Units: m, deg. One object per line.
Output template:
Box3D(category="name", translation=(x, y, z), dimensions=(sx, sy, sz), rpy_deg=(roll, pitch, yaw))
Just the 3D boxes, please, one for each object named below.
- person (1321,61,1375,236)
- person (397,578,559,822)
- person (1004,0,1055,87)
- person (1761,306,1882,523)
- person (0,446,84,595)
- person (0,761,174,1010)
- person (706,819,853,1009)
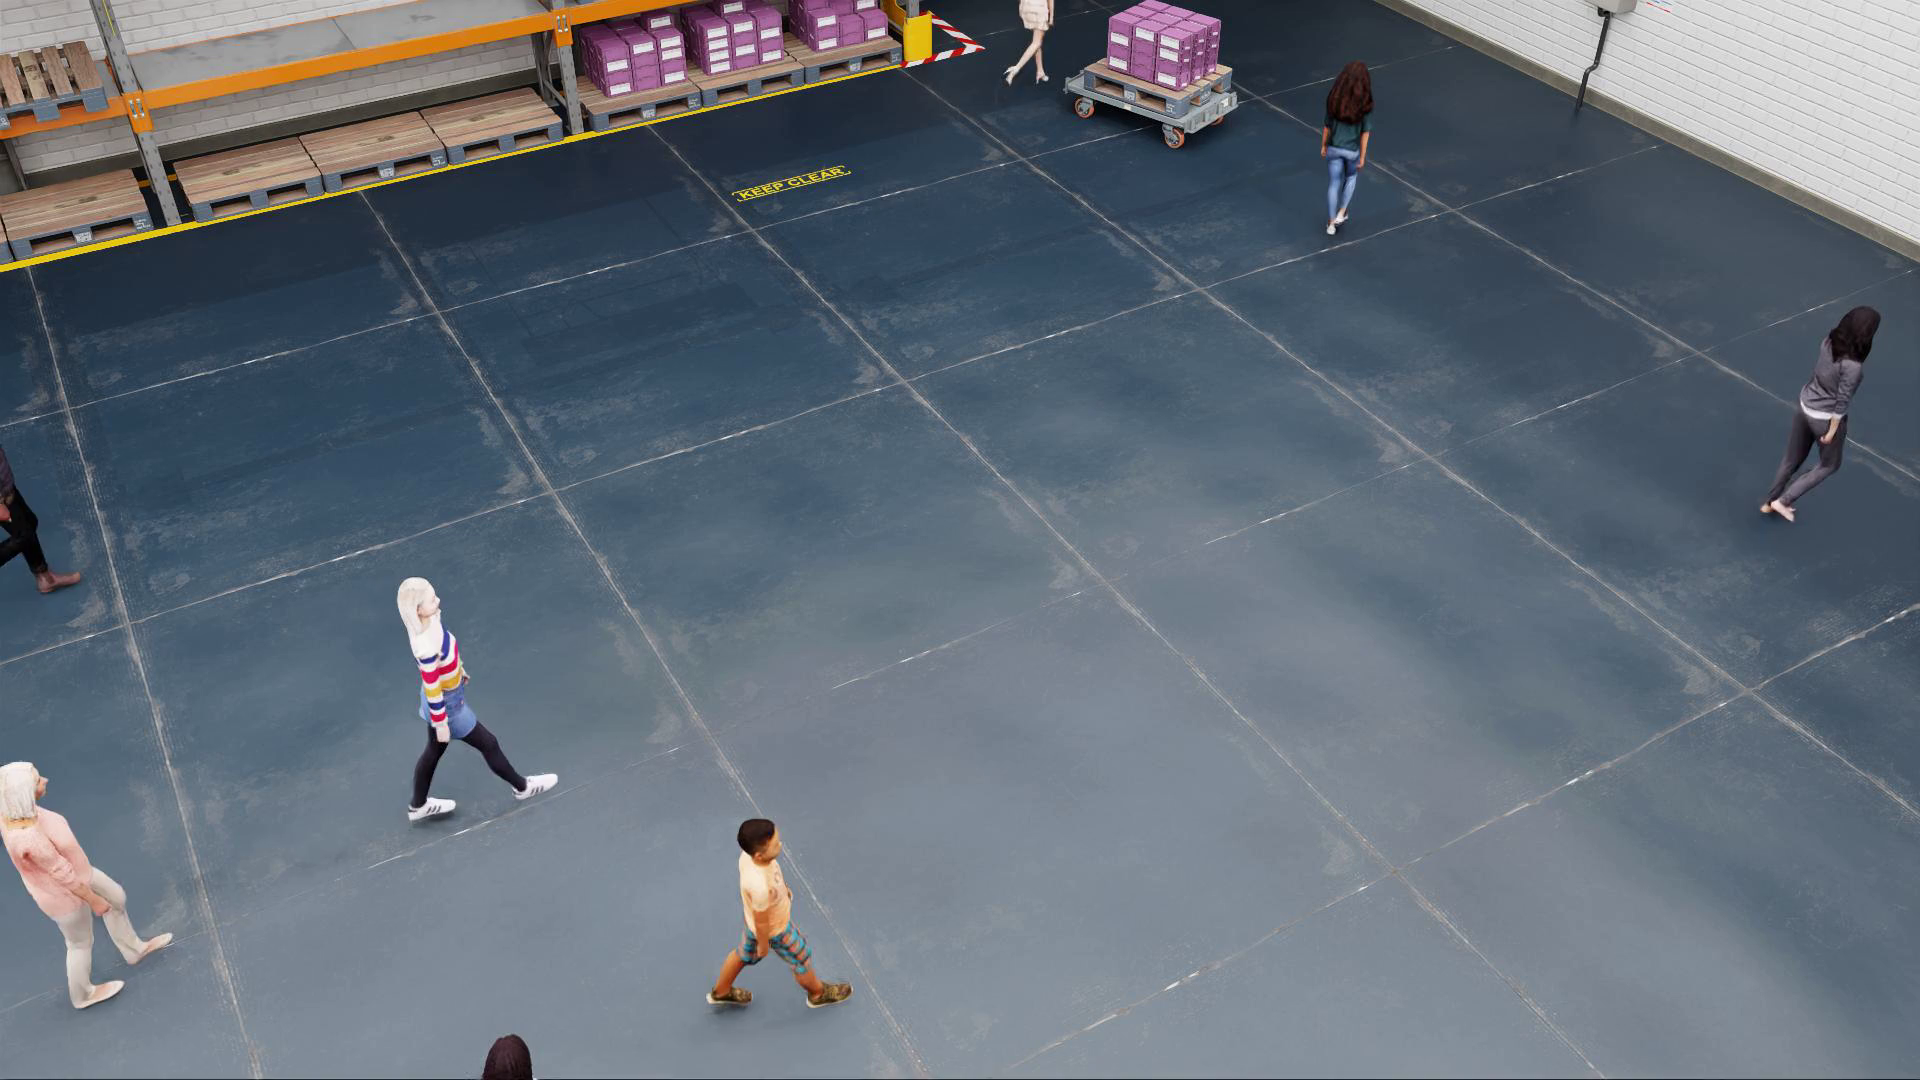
Box3D(category="person", translation=(3.486, -3.531, 15.145), dimensions=(0.746, 1.604, 0.806), rpy_deg=(9, 40, 11))
Box3D(category="person", translation=(-2.997, 0.942, 9.416), dimensions=(1.155, 1.763, 0.794), rpy_deg=(-13, 40, -16))
Box3D(category="person", translation=(0.746, -5.575, 17.615), dimensions=(0.779, 1.716, 1.033), rpy_deg=(28, 46, 30))
Box3D(category="person", translation=(5.948, -0.851, 11.671), dimensions=(0.710, 1.751, 0.686), rpy_deg=(-8, 39, -10))
Box3D(category="person", translation=(-6.444, -0.302, 10.929), dimensions=(0.929, 1.819, 0.695), rpy_deg=(-20, 43, -24))
Box3D(category="person", translation=(-4.619, 1.792, 8.400), dimensions=(0.842, 1.703, 0.690), rpy_deg=(-28, 46, -31))
Box3D(category="person", translation=(-1.050, 1.933, 8.440), dimensions=(1.020, 1.432, 0.666), rpy_deg=(-11, 40, -13))
